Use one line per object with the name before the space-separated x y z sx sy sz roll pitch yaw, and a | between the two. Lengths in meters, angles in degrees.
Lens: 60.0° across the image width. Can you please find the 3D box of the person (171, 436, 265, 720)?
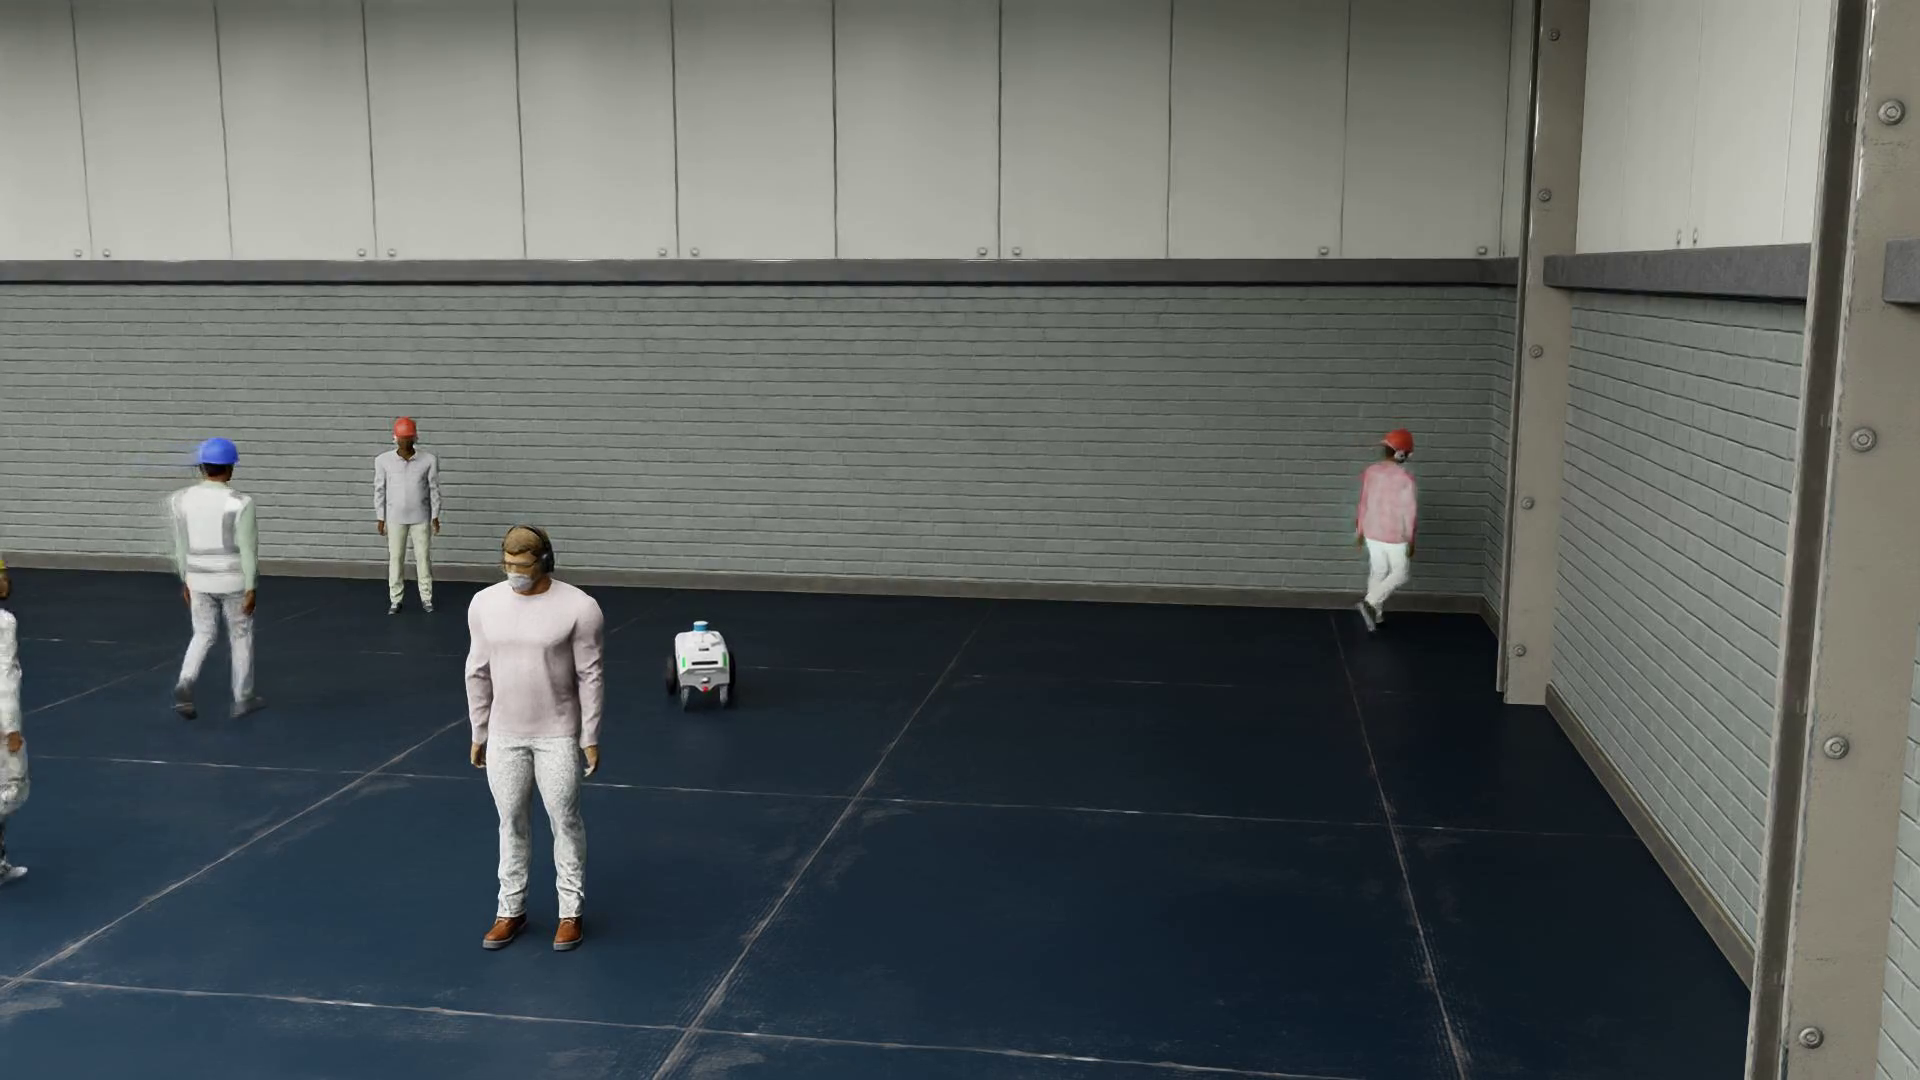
person | -4.989 0.277 11.120 0.606 1.931 0.707 1 9 6

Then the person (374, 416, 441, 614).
person | -4.890 -0.223 14.743 0.563 1.755 0.320 -3 10 -19

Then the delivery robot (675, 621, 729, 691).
delivery robot | -1.823 0.818 11.734 0.477 0.478 0.707 -2 10 -12

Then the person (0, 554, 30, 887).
person | -4.758 0.889 8.025 0.515 1.710 0.605 3 10 20

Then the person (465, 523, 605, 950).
person | -1.896 0.874 7.437 0.627 1.934 0.371 1 9 5

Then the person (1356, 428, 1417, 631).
person | 3.529 -0.068 13.850 0.511 1.729 0.622 -7 11 -35
